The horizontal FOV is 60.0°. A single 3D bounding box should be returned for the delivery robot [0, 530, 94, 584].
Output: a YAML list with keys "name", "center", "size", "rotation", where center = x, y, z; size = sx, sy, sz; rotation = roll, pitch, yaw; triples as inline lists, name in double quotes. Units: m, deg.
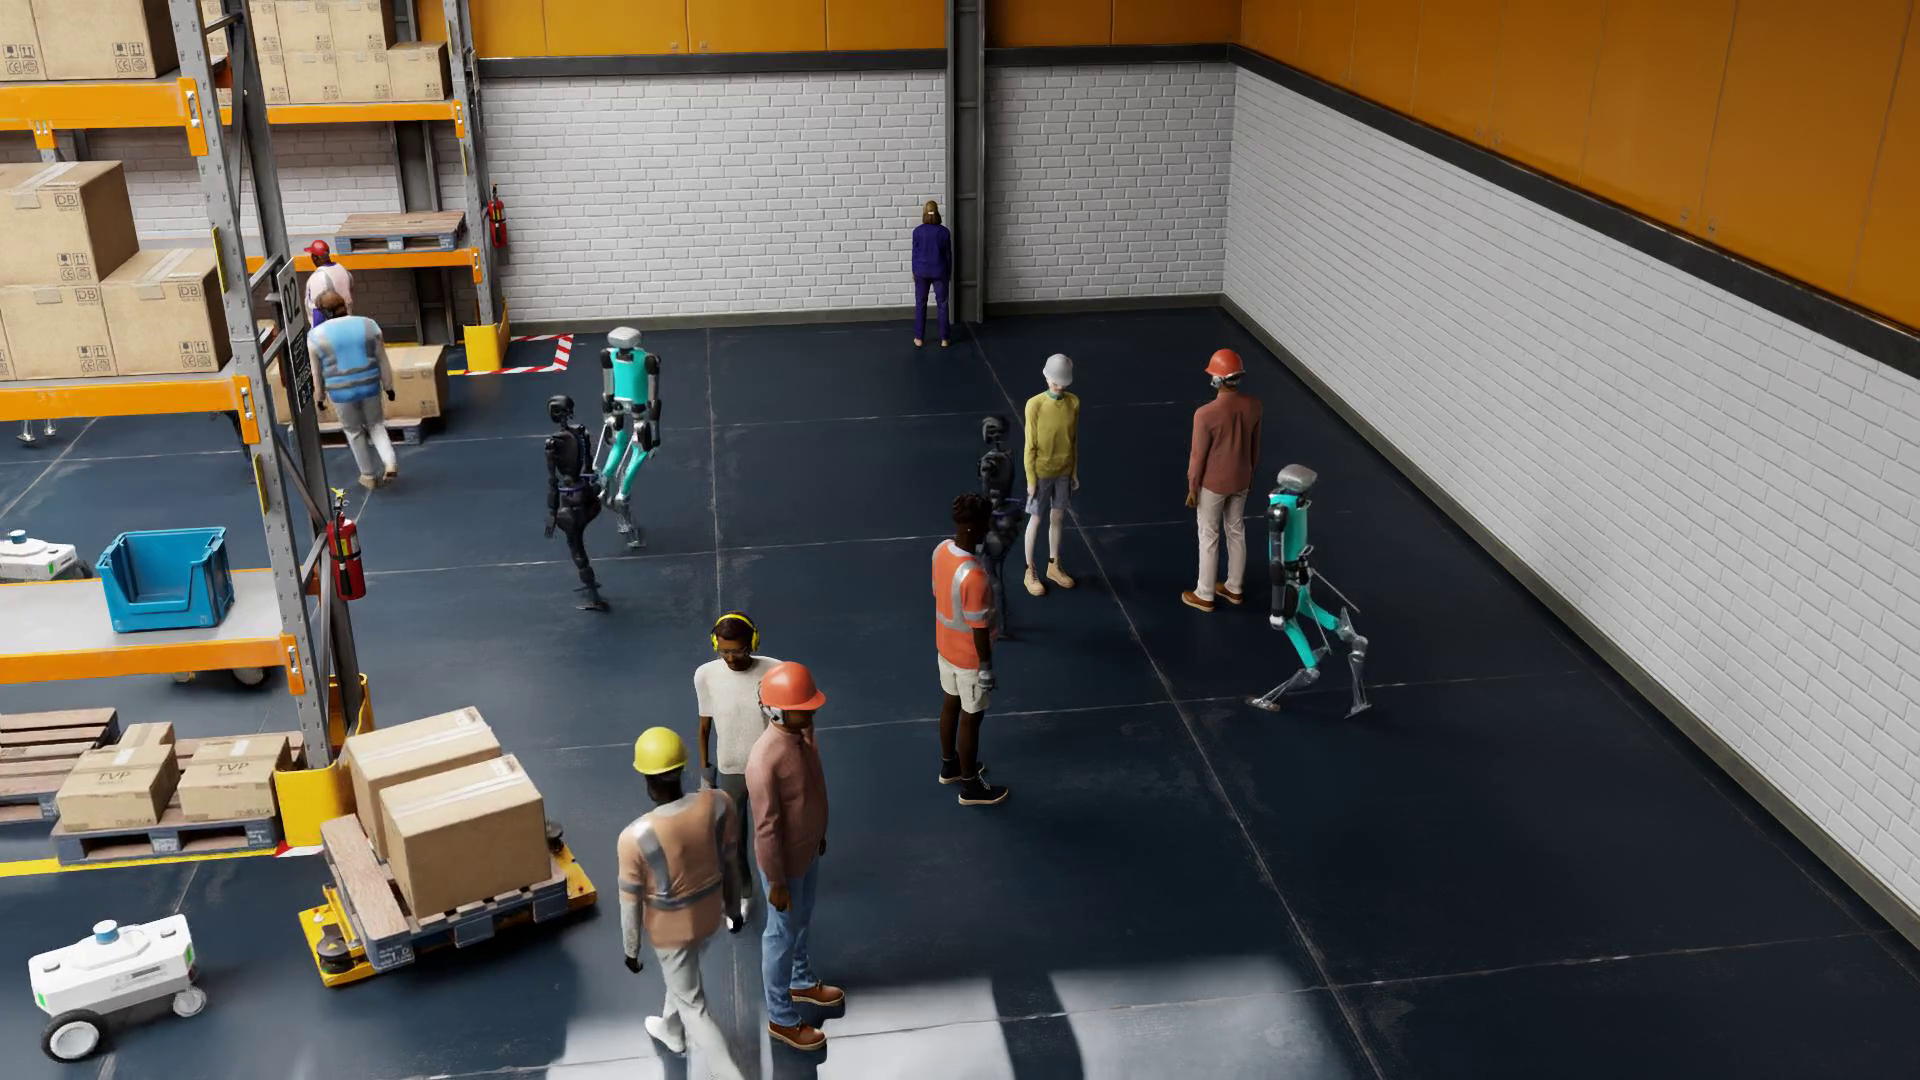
- name: "delivery robot"
  center: [-7.037, 0.214, 12.542]
  size: [0.782, 0.586, 0.499]
  rotation: [3, 24, 8]

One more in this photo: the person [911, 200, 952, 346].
- name: "person"
  center: [-0.312, -2.964, 18.473]
  size: [0.448, 1.617, 0.372]
  rotation: [1, 24, 3]

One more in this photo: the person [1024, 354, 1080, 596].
- name: "person"
  center: [0.689, -0.511, 12.557]
  size: [0.473, 1.883, 0.406]
  rotation: [-12, 27, -26]

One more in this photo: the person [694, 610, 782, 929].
- name: "person"
  center: [-1.105, 1.208, 8.677]
  size: [0.515, 1.856, 0.353]
  rotation: [-1, 24, -3]

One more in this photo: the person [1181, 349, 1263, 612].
- name: "person"
  center: [1.926, -0.443, 12.278]
  size: [0.614, 1.986, 0.406]
  rotation: [-14, 27, -28]

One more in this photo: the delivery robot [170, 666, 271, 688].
- name: "delivery robot"
  center: [-5.068, 0.679, 11.476]
  size: [0.766, 0.580, 0.499]
  rotation: [0, 24, 0]

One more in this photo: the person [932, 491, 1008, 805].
- name: "person"
  center: [0.049, 0.636, 9.841]
  size: [0.368, 1.964, 0.603]
  rotation: [-10, 26, -22]

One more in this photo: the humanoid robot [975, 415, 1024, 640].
- name: "humanoid robot"
  center: [0.256, -0.085, 11.838]
  size: [0.353, 1.648, 0.611]
  rotation: [9, 25, 19]

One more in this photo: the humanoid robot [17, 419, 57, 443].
- name: "humanoid robot"
  center: [-8.651, -1.701, 15.286]
  size: [0.533, 1.673, 0.735]
  rotation: [-20, 31, -38]

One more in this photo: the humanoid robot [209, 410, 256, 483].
- name: "humanoid robot"
  center: [-6.356, -1.286, 14.582]
  size: [0.456, 1.648, 0.602]
  rotation: [5, 24, 11]

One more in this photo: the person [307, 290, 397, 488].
- name: "person"
  center: [-5.242, -1.273, 14.388]
  size: [0.664, 1.812, 0.472]
  rotation: [-16, 28, -32]

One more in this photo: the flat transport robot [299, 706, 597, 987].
- name: "flat transport robot"
  center: [-2.760, 1.942, 8.972]
  size: [1.431, 0.231, 0.659]
  rotation: [-13, 27, -28]

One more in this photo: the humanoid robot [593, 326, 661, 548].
- name: "humanoid robot"
  center: [-2.725, -0.765, 13.292]
  size: [0.530, 1.787, 0.740]
  rotation: [9, 25, 20]

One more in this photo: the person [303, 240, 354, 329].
- name: "person"
  center: [-6.143, -2.067, 16.257]
  size: [0.420, 1.752, 0.626]
  rotation: [5, 24, 12]

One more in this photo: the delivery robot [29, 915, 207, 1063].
- name: "delivery robot"
  center: [-4.156, 2.154, 8.156]
  size: [0.810, 0.612, 0.499]
  rotation: [-14, 27, -28]

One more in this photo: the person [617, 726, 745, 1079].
- name: "person"
  center: [-1.221, 1.717, 7.494]
  size: [0.953, 1.875, 0.588]
  rotation: [21, 31, 40]

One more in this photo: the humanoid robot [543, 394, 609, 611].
- name: "humanoid robot"
  center: [-2.818, -0.269, 12.260]
  size: [0.417, 1.651, 0.609]
  rotation: [8, 25, 18]

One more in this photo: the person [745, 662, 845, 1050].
- name: "person"
  center: [-0.789, 1.473, 7.897]
  size: [0.376, 1.995, 0.610]
  rotation: [6, 24, 12]

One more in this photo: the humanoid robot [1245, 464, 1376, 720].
- name: "humanoid robot"
  center: [2.373, 0.411, 10.673]
  size: [0.994, 1.776, 0.531]
  rotation: [12, 27, 26]
